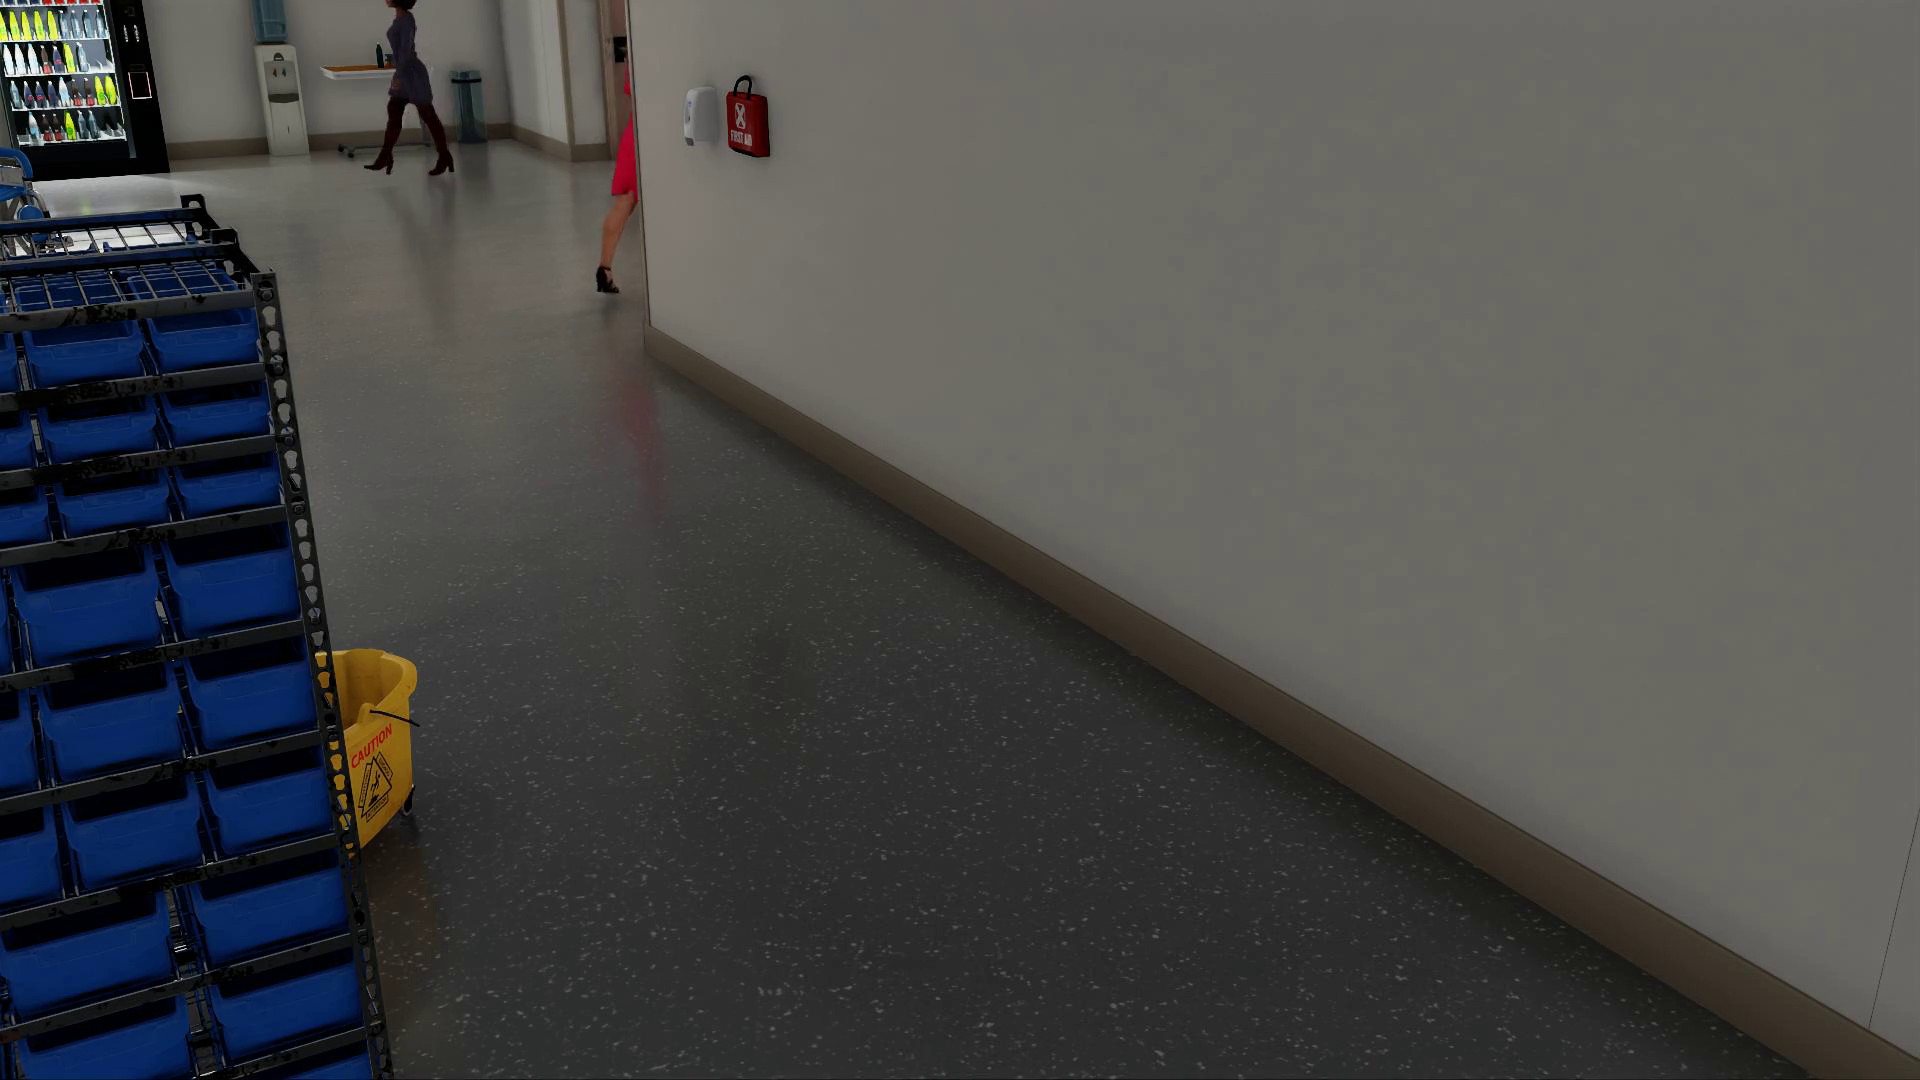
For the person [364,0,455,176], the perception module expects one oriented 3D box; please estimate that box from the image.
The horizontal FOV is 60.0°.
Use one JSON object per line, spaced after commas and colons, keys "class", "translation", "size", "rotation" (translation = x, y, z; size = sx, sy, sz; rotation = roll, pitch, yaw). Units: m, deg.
{"class": "person", "translation": [-4.728, -4.033, 14.604], "size": [0.987, 1.681, 0.630], "rotation": [-11, 23, -26]}
